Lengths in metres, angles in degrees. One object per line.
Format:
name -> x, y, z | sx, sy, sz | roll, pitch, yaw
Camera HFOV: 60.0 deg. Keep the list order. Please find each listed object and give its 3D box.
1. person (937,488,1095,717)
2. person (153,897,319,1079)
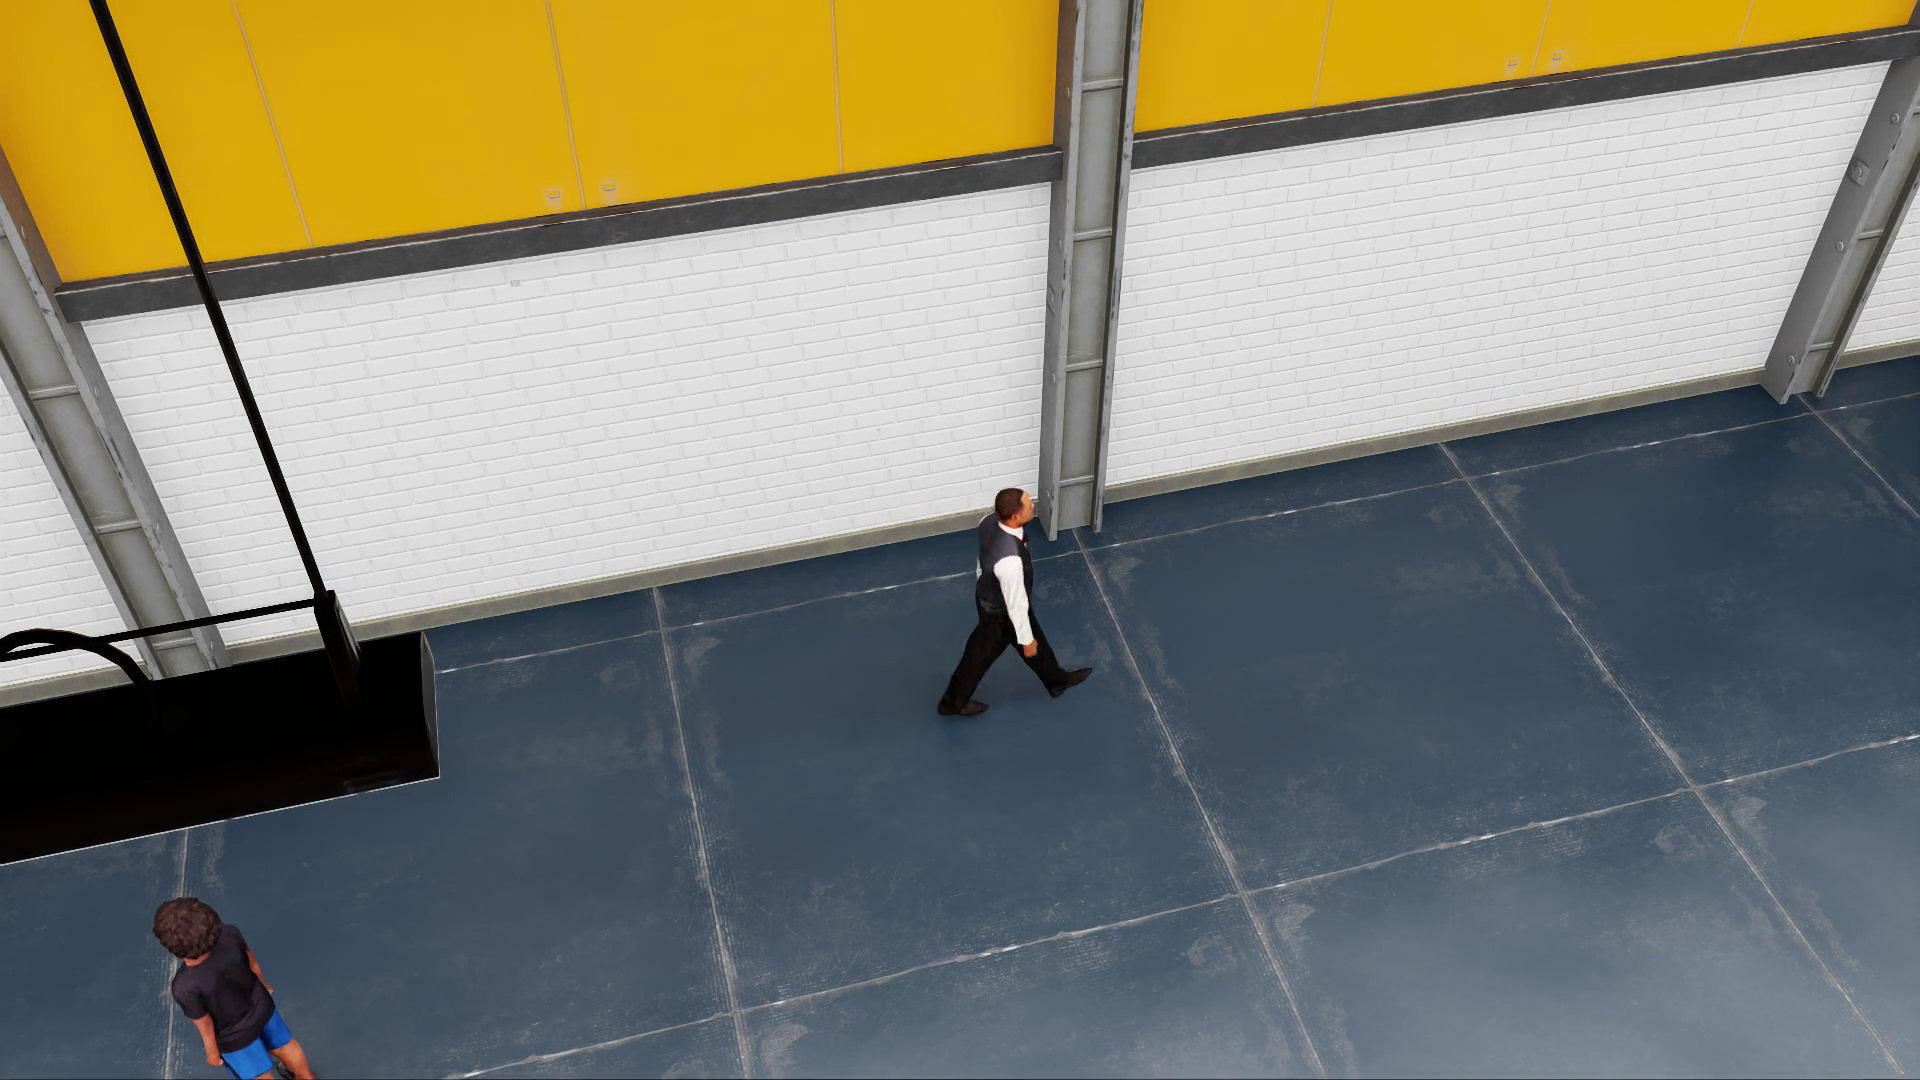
person -> 0.165, 0.447, 10.098 | 1.289, 1.866, 0.825 | -5, 44, -6
person -> -3.536, 2.341, 8.160 | 0.724, 1.796, 0.701 | 13, 45, 14
